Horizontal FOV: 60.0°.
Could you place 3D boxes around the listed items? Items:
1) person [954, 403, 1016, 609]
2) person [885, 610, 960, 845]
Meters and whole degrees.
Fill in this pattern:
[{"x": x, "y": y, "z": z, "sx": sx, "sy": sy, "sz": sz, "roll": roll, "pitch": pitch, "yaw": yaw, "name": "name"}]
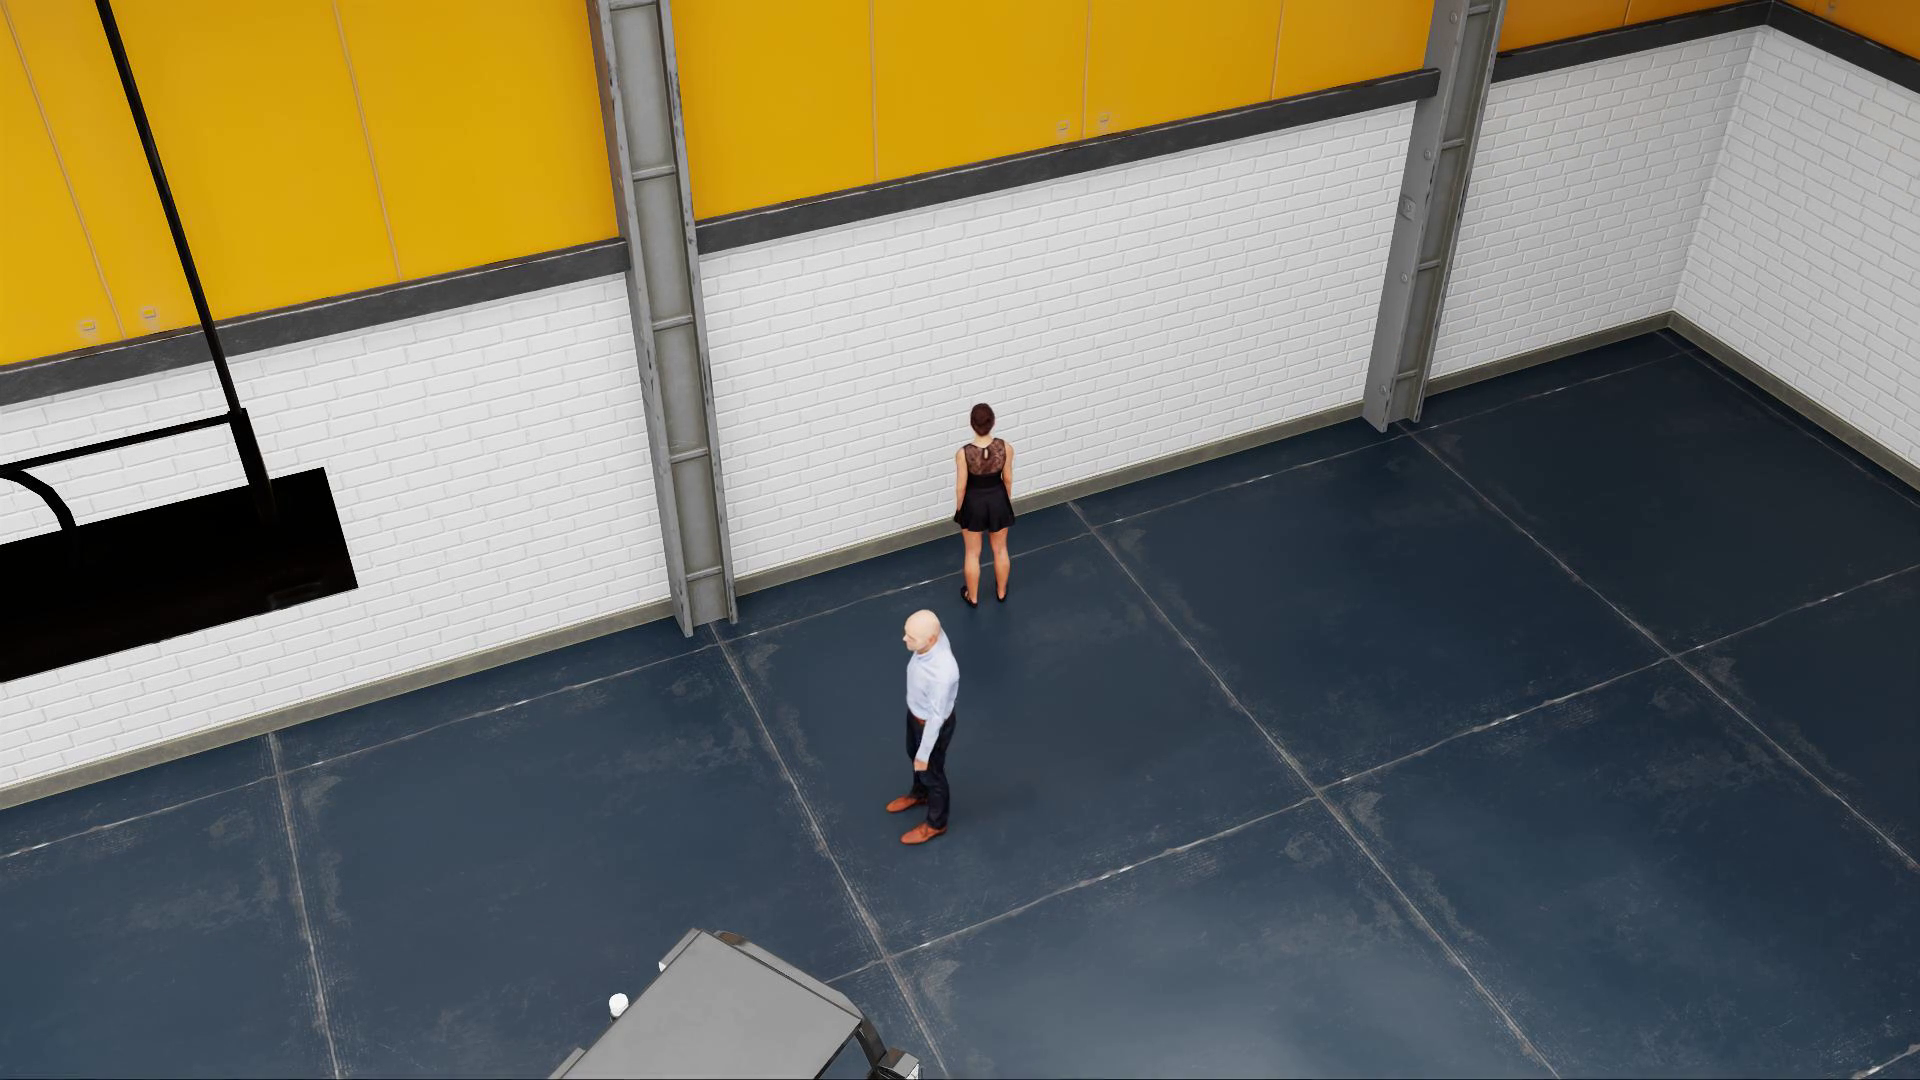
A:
[{"x": 0.165, "y": -0.241, "z": 11.620, "sx": 0.563, "sy": 1.677, "sz": 0.685, "roll": -8, "pitch": 39, "yaw": -10, "name": "person"}, {"x": -0.138, "y": 1.086, "z": 9.874, "sx": 0.685, "sy": 1.783, "sz": 0.722, "roll": -9, "pitch": 40, "yaw": -12, "name": "person"}]
